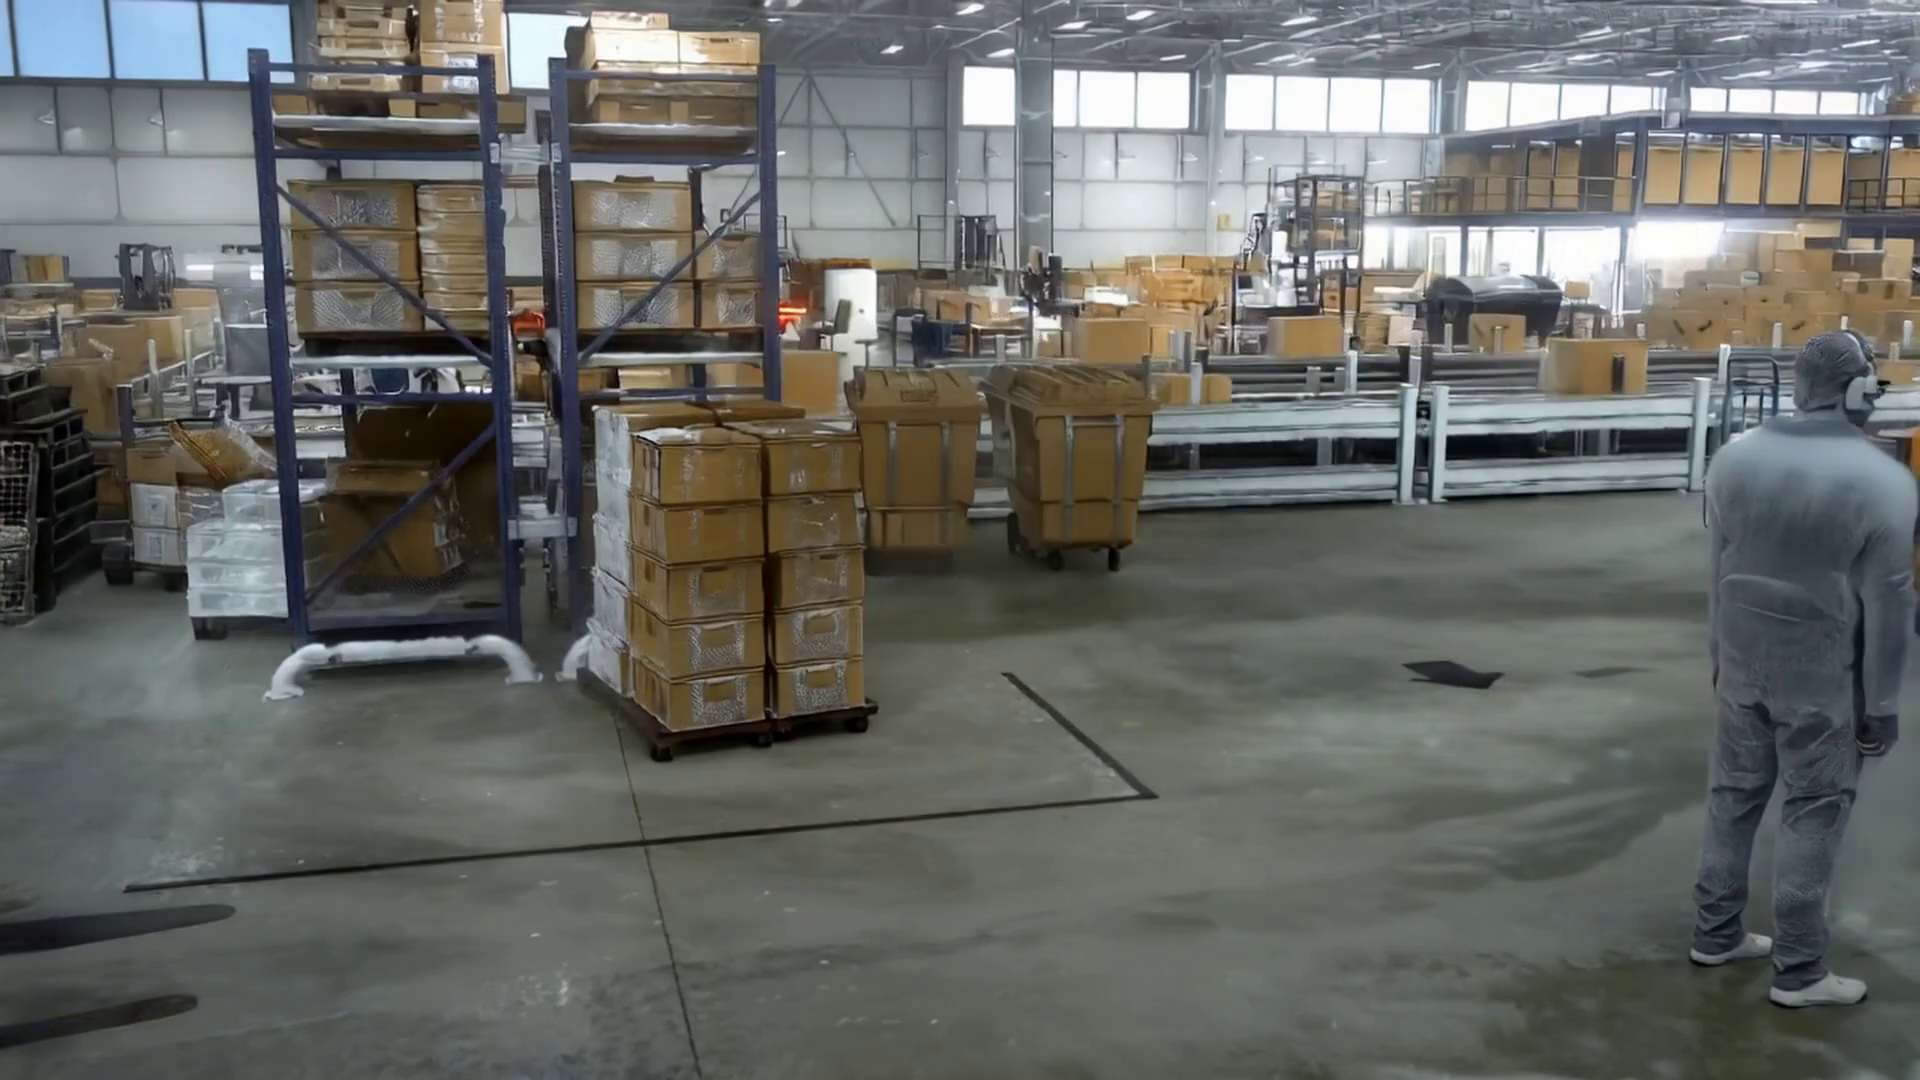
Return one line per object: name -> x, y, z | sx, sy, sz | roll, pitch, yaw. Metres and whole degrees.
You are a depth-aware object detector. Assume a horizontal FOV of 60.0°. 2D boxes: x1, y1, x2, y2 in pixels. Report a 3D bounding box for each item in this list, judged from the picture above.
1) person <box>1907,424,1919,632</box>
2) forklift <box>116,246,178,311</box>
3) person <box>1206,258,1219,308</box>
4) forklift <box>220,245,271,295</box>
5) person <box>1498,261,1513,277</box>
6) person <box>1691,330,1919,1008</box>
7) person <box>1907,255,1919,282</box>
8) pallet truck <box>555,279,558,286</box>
person -> 4.306, 0.011, 7.302 | 0.719, 1.670, 0.536 | -2, 10, -13
forklift -> -19.966, -6.232, 40.894 | 1.157, 1.987, 2.680 | -3, 10, -15
person -> 5.317, -5.001, 35.135 | 0.329, 1.872, 0.511 | 0, 10, 1
forklift -> -17.749, -6.334, 41.440 | 1.157, 1.987, 2.680 | -3, 10, -17
person -> 14.211, -6.342, 43.112 | 0.527, 1.740, 0.771 | -7, 12, -33
person -> 2.392, 0.362, 4.701 | 0.399, 1.900, 0.636 | -5, 11, -25
person -> 24.420, -6.303, 42.339 | 0.593, 1.928, 0.362 | 4, 11, 20
pallet truck -> -10.604, -6.375, 44.520 | 0.653, 1.274, 1.630 | -3, 10, -15
